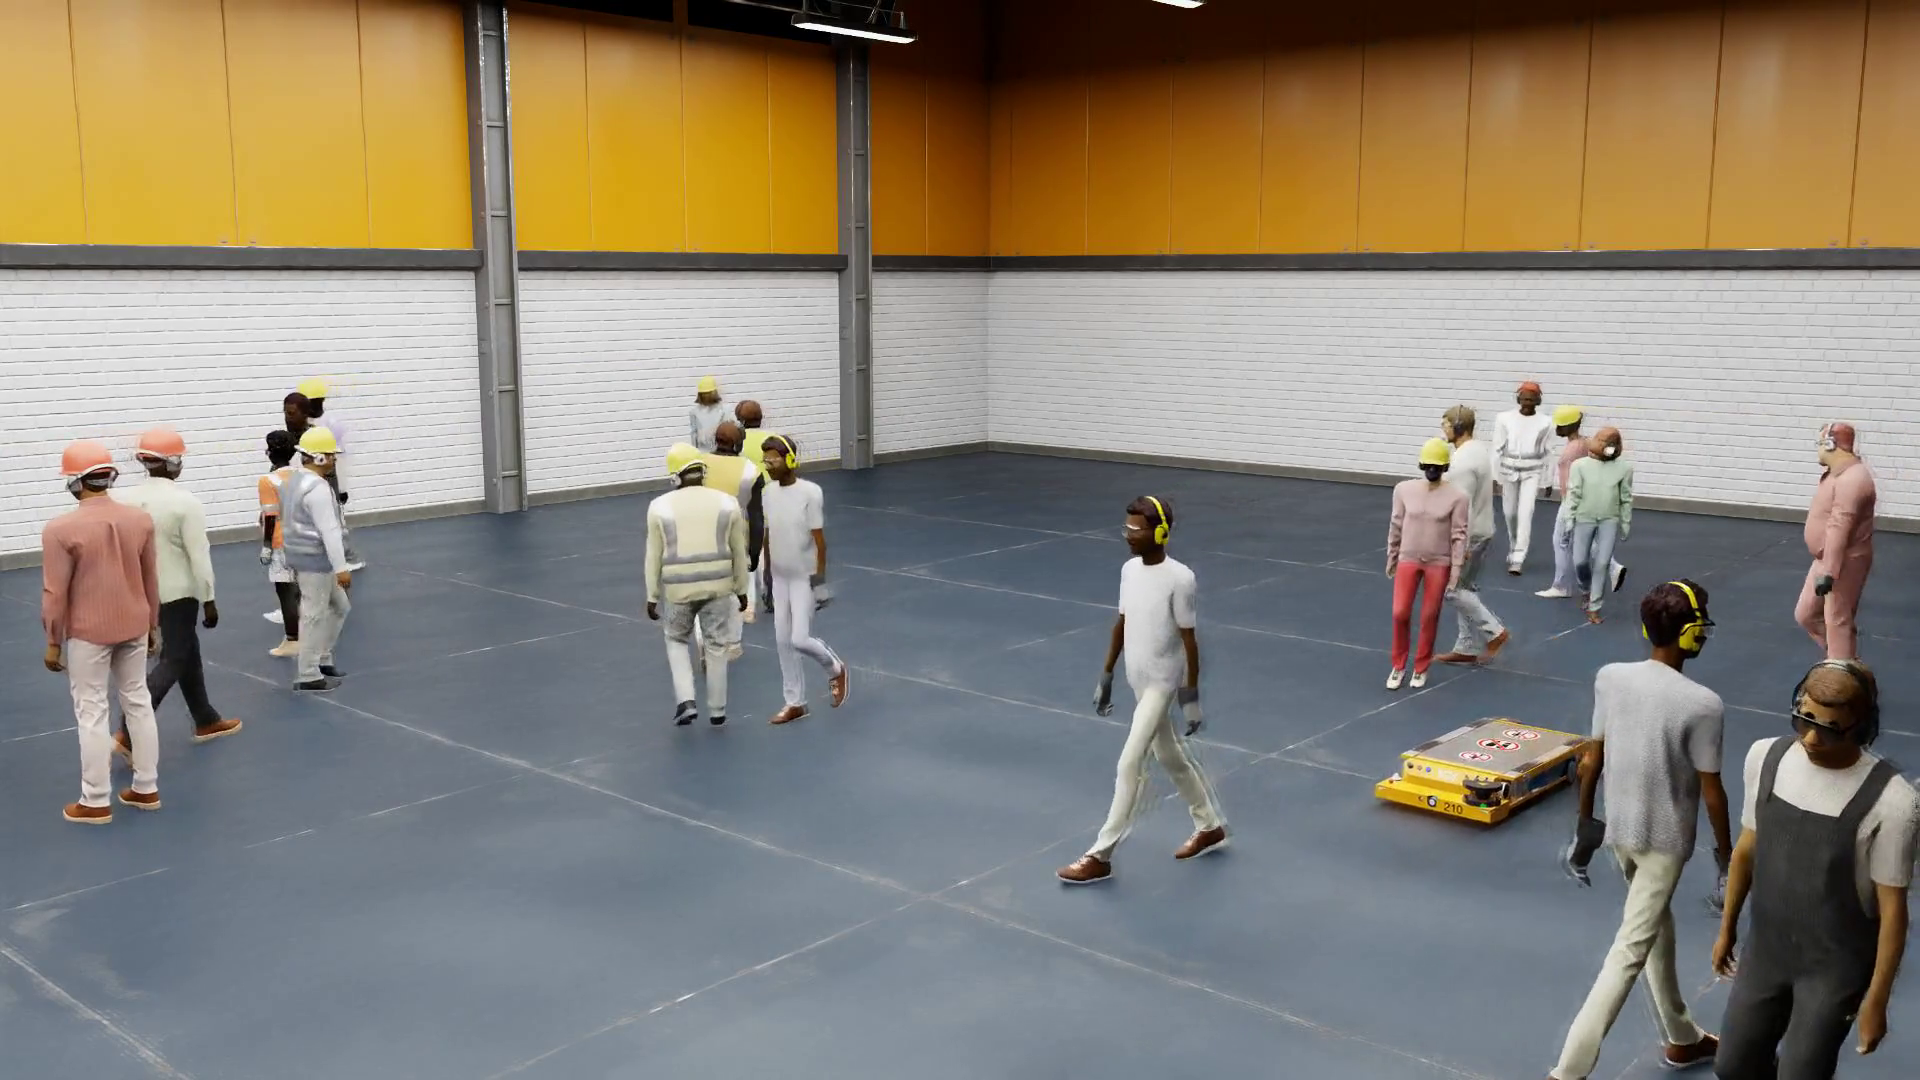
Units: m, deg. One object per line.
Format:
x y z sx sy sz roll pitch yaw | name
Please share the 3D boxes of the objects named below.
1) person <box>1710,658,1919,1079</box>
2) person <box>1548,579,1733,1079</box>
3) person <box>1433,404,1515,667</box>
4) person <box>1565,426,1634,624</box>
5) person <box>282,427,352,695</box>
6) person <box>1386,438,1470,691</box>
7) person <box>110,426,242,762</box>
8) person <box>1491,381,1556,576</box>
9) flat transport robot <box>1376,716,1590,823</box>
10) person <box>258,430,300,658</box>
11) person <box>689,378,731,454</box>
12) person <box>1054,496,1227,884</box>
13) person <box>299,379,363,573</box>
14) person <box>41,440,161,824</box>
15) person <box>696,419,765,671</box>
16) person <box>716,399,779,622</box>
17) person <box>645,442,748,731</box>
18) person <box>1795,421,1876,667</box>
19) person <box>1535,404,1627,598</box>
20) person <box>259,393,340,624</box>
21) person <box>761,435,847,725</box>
2.443 1.185 4.728 0.616 1.809 0.585 -5 10 -28 | person
2.365 1.035 5.680 0.994 1.823 0.555 -4 10 -24 | person
3.657 -0.008 11.893 0.531 1.917 0.652 4 10 25 | person
5.246 -0.141 13.678 0.523 1.612 0.565 2 9 15 | person
-4.322 0.144 11.284 0.510 1.815 0.613 -5 11 -31 | person
3.153 0.174 11.279 0.541 1.734 0.580 4 10 22 | person
-4.682 0.309 9.768 0.623 1.960 0.978 4 10 25 | person
5.419 -0.616 15.982 0.580 1.852 0.952 5 10 27 | person
2.948 1.242 9.199 0.652 0.197 1.431 8 12 42 | flat transport robot
-4.994 0.027 12.365 0.316 1.695 0.541 3 10 18 | person
-2.787 -0.959 18.589 0.495 1.687 0.929 0 9 -1 | person
0.895 0.684 7.881 1.001 1.818 0.536 -4 10 -26 | person
-6.004 -0.557 15.478 0.598 1.877 0.958 9 13 44 | person
-4.467 0.471 8.676 0.403 1.991 0.618 5 10 28 | person
-1.708 0.040 11.957 0.627 1.811 0.833 0 9 -1 | person
-1.723 -0.236 13.628 0.633 1.828 0.447 -6 11 -34 | person
-1.623 0.298 10.297 0.642 1.811 0.417 -3 9 -16 | person
5.730 0.166 10.903 0.423 1.881 0.672 2 9 14 | person
5.418 -0.319 14.440 0.665 1.725 0.574 6 11 31 | person
-5.422 -0.255 13.555 0.617 1.872 0.954 6 11 31 | person
-1.014 0.242 10.574 0.525 1.845 0.507 7 11 36 | person
